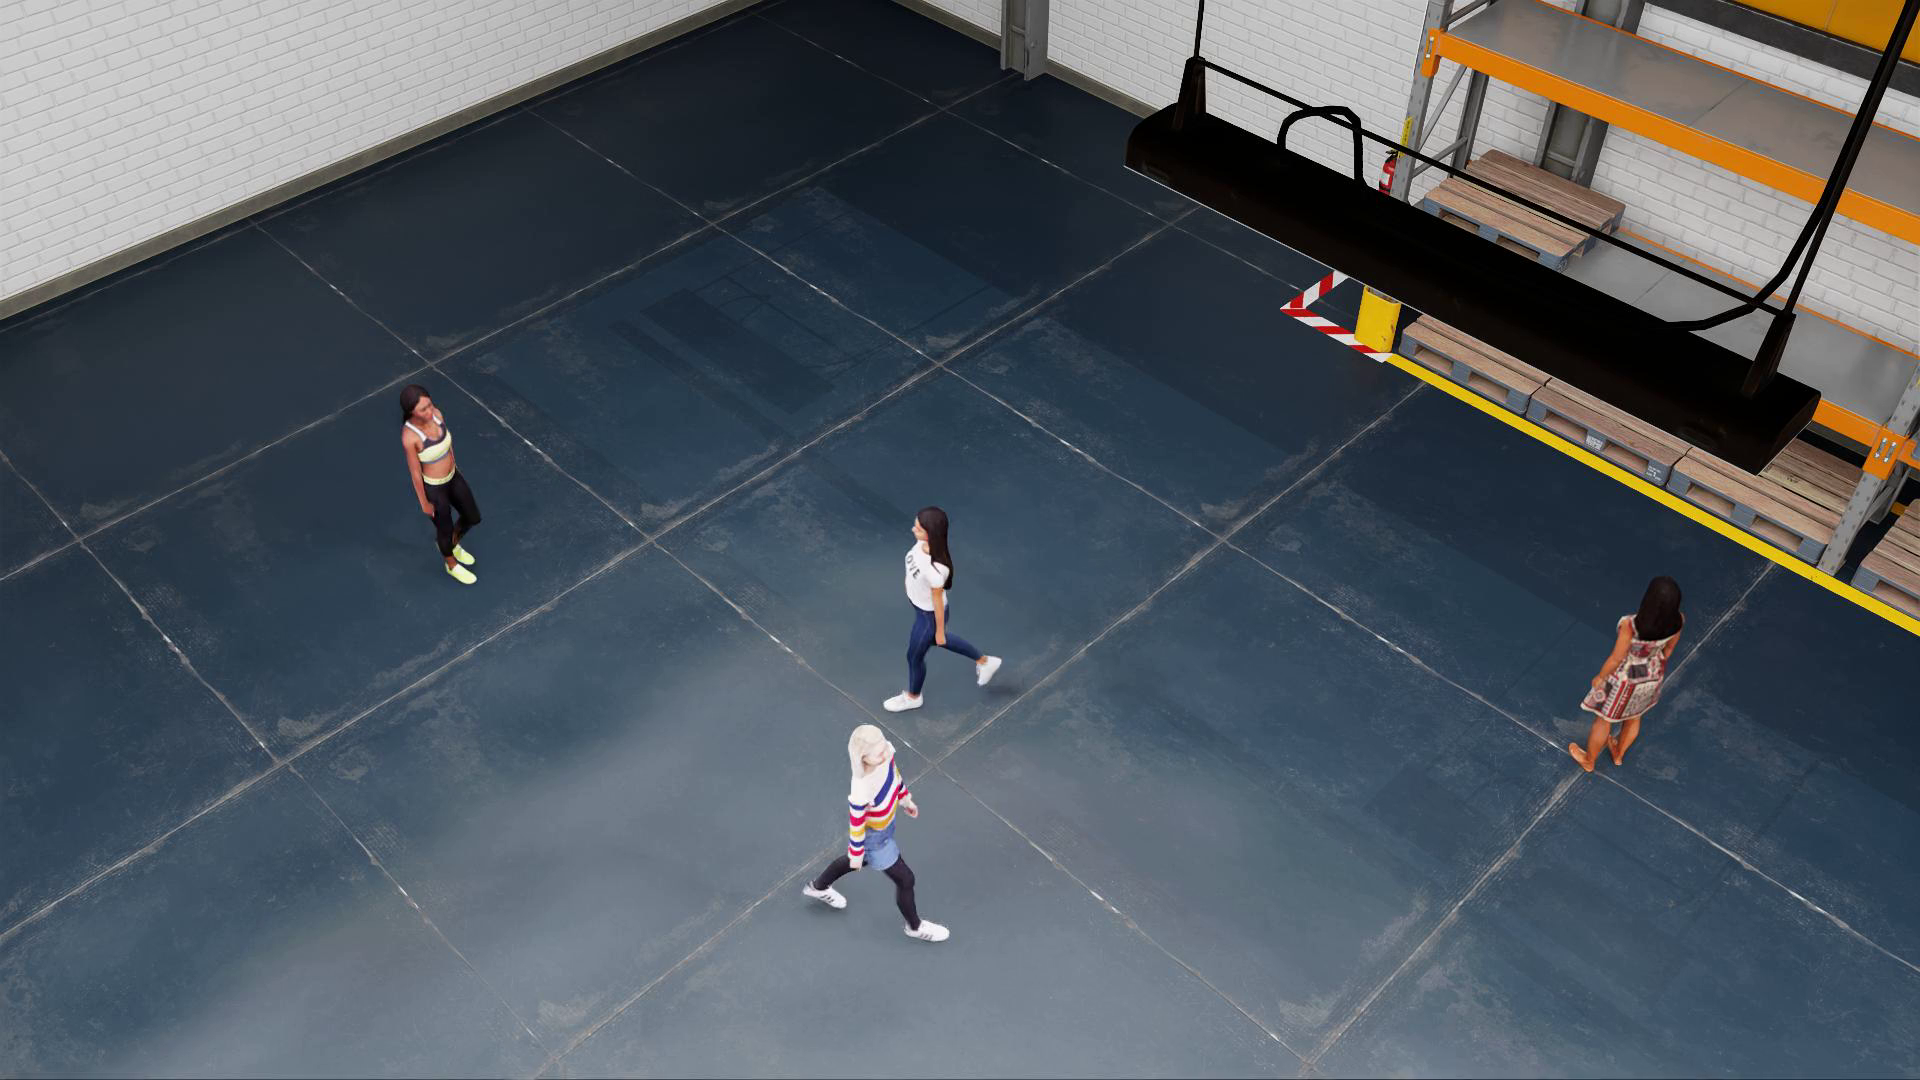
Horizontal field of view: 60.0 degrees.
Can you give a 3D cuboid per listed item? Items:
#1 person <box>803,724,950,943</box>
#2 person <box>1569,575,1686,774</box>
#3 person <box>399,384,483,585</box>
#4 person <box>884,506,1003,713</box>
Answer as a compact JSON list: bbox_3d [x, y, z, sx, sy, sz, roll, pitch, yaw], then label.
[{"bbox_3d":[-0.559,1.613,9.350,1.229,1.770,1.049,8,44,8],"label":"person"},{"bbox_3d":[4.146,0.831,10.262,0.724,1.645,0.726,-8,44,-9],"label":"person"},{"bbox_3d":[-3.664,-0.395,11.479,0.725,1.742,0.679,18,46,18],"label":"person"},{"bbox_3d":[-0.107,0.442,10.592,1.044,1.754,1.052,-7,44,-7],"label":"person"}]
